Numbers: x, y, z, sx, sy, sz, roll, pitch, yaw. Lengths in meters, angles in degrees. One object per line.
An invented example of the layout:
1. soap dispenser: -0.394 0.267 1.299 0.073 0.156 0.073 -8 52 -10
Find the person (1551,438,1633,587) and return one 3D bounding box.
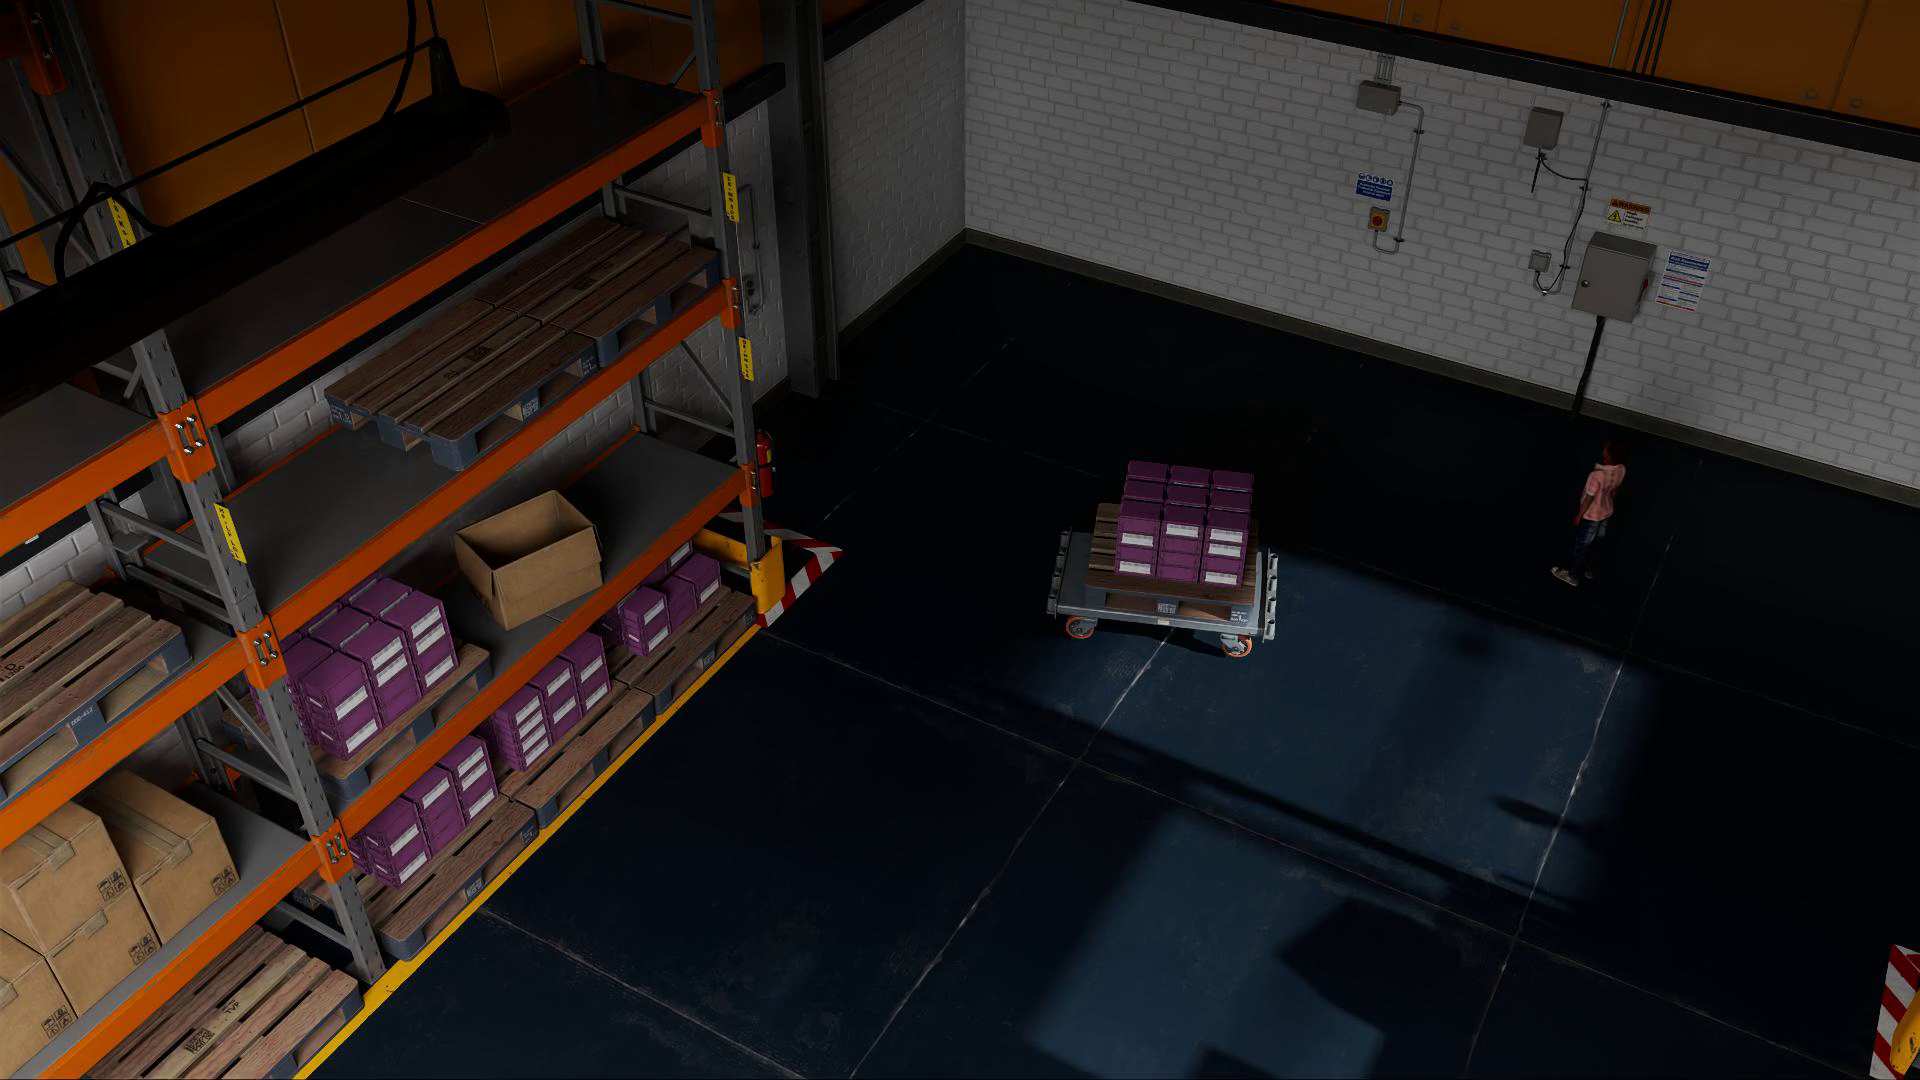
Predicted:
1. person: 4.786 -0.221 12.489 0.557 1.307 0.642 -19 43 -23
